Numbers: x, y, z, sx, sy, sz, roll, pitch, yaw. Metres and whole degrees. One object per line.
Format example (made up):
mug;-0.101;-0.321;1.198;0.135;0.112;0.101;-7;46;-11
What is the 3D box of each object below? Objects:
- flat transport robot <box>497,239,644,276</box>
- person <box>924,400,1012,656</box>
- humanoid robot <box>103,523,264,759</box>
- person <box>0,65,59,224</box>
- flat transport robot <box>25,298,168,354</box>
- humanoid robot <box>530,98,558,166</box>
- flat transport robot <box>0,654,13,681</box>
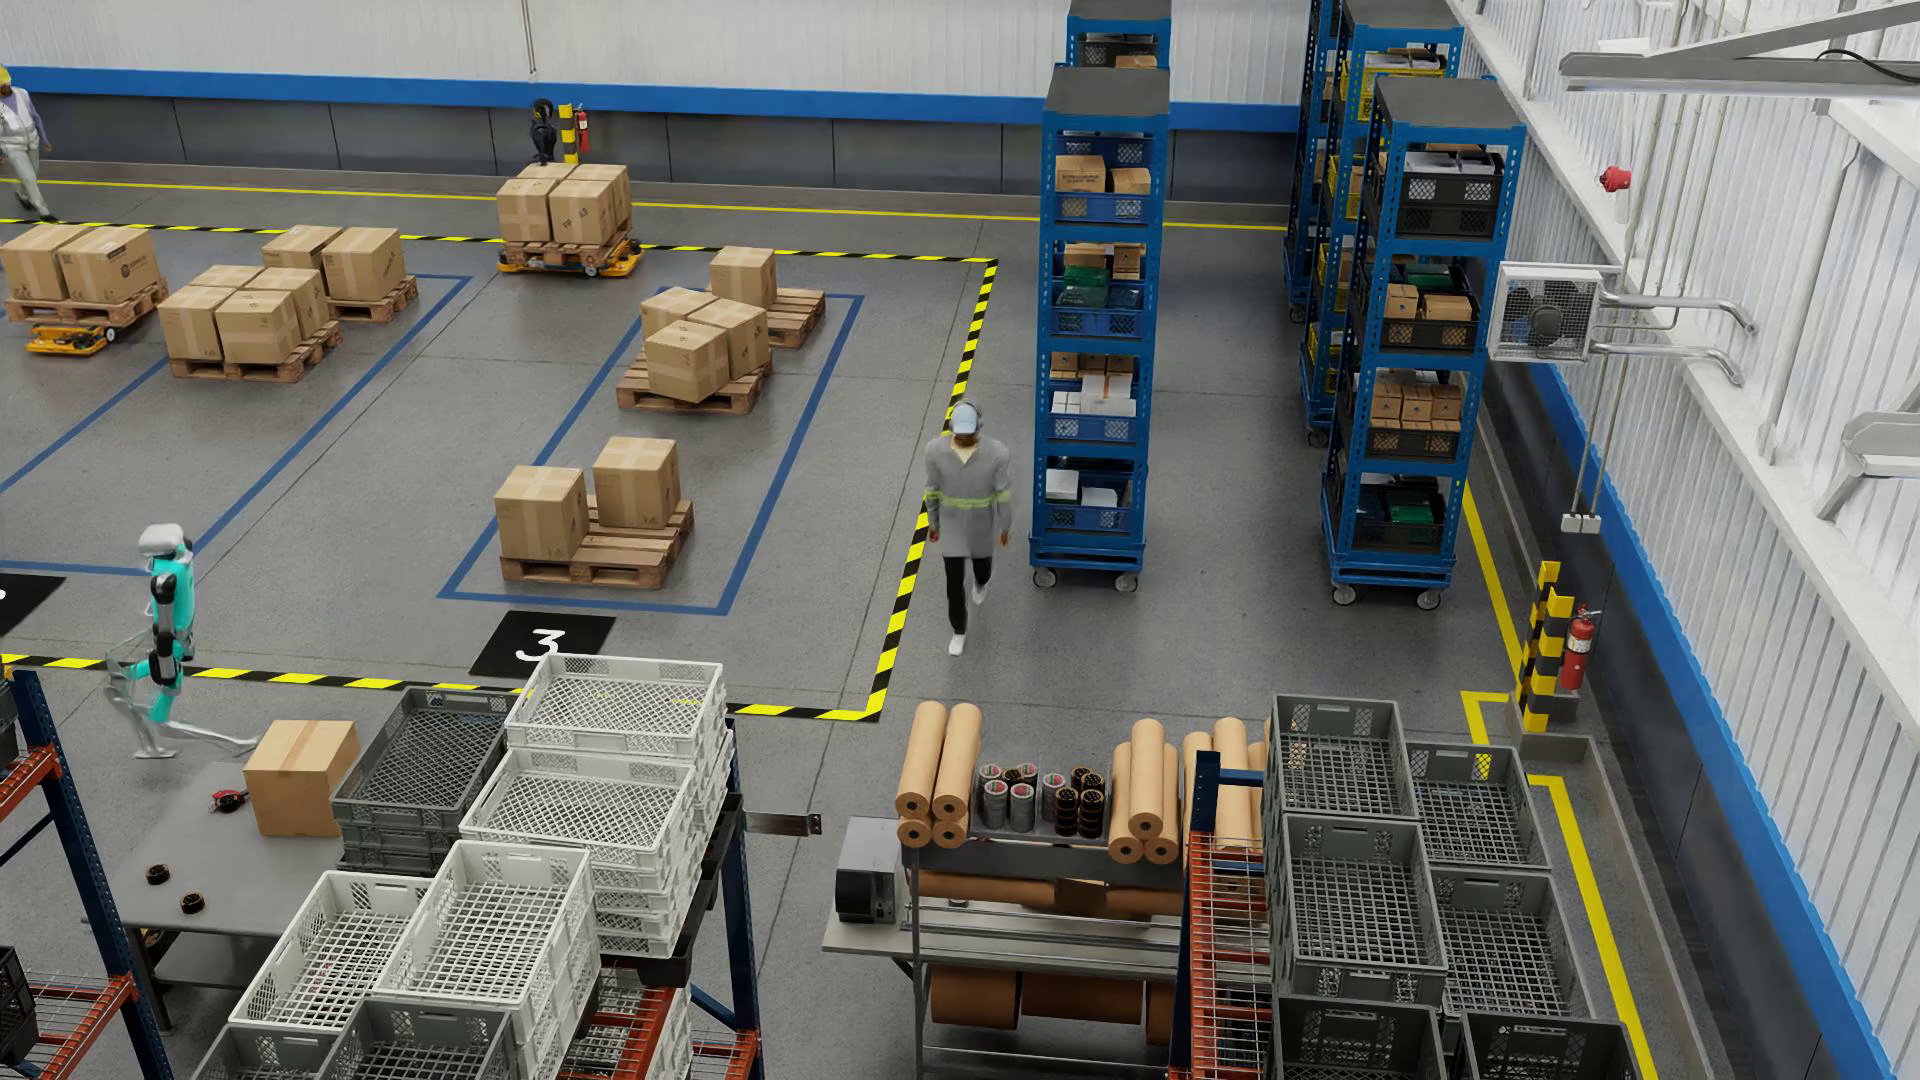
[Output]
flat transport robot;-4.198;-3.079;17.934;1.431;0.197;0.652;3;30;6
person;0.059;-0.159;11.398;0.595;1.829;0.739;3;30;5
humanoid robot;-4.857;0.700;10.004;1.025;1.723;0.549;-5;31;-8
person;-10.757;-4.542;18.949;0.846;1.801;0.584;15;34;25
flat transport robot;-8.538;-2.215;16.451;0.652;0.197;1.431;3;30;6
humanoid robot;-4.496;-4.022;18.222;0.806;1.621;0.610;-2;30;-4
flat transport robot;-7.142;0.969;11.010;1.431;0.231;0.659;3;30;6
